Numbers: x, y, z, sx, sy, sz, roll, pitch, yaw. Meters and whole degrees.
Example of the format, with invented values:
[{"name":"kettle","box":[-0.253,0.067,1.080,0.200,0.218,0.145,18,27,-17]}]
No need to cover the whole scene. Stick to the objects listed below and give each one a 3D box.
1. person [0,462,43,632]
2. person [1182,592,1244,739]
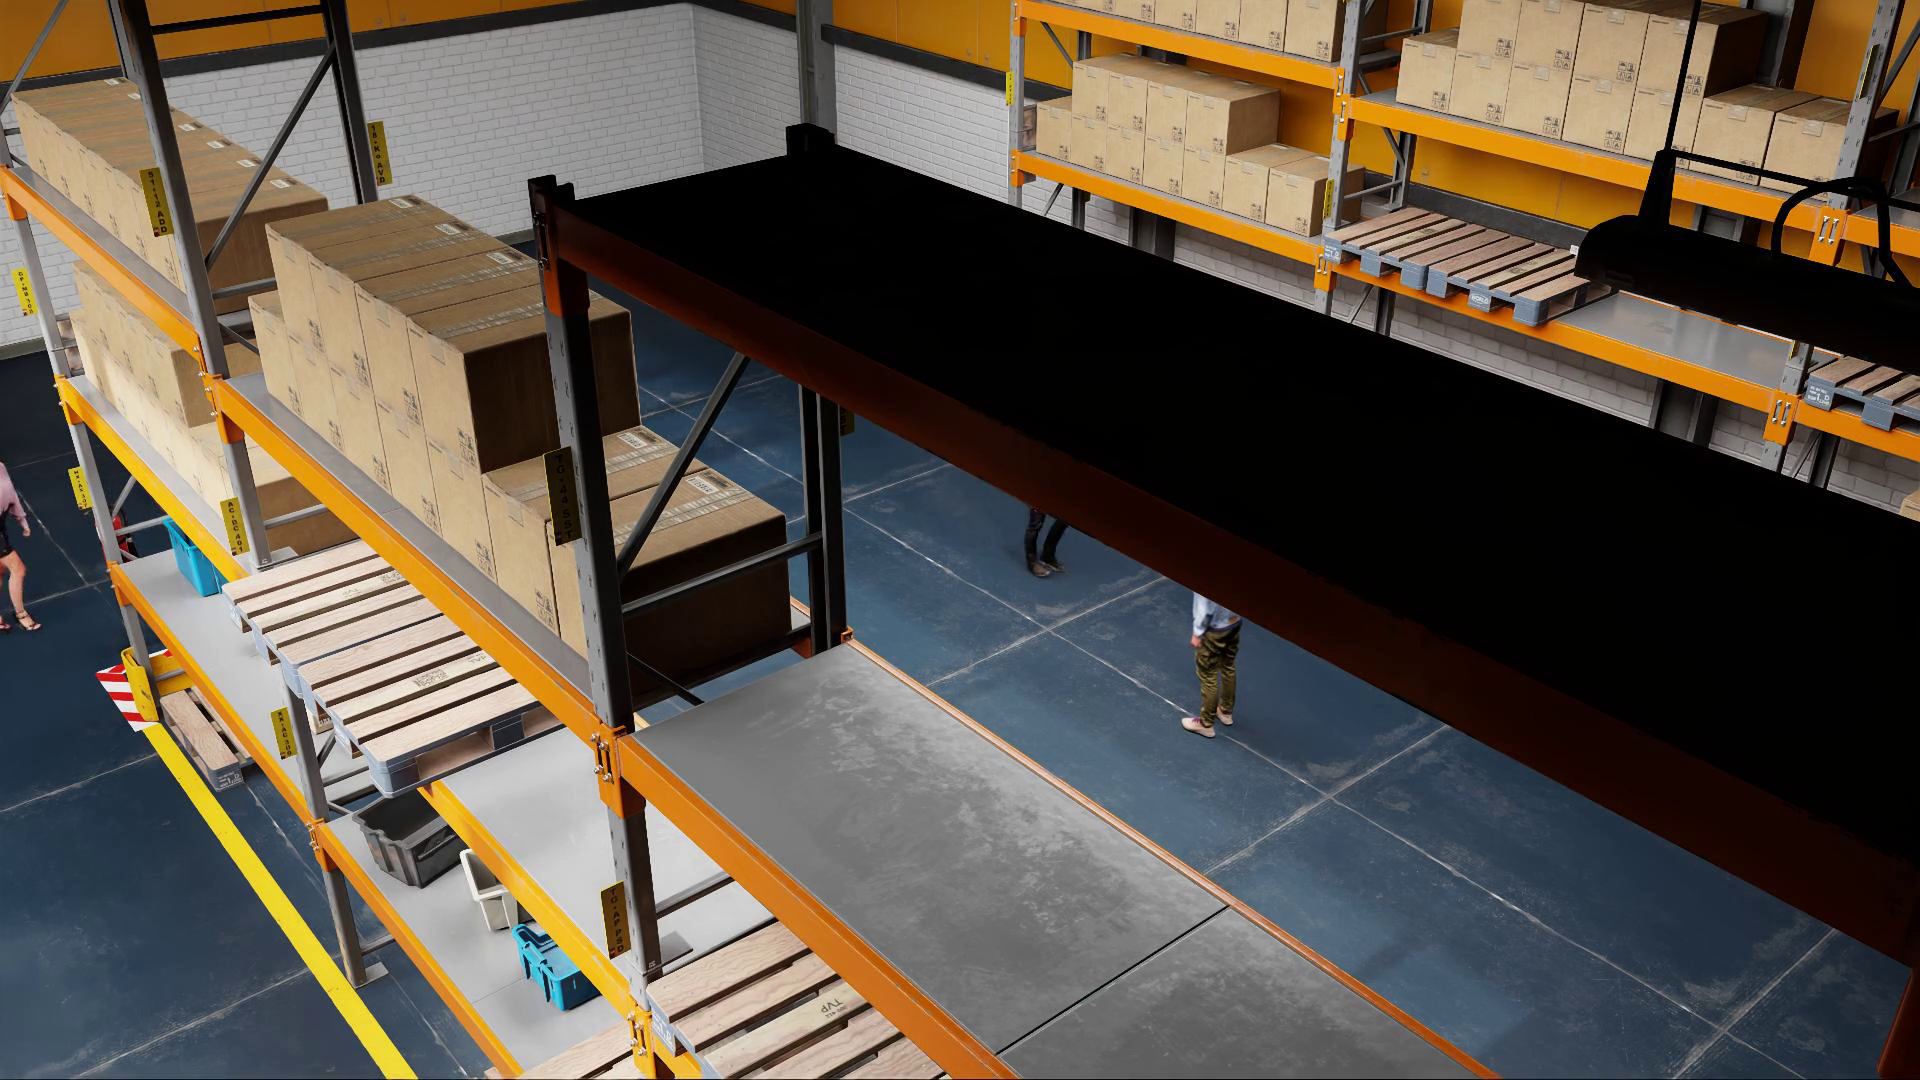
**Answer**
[{"name":"person","box":[-7.987,-0.023,13.624,0.882,1.772,0.824,2,29,3]},{"name":"person","box":[1.932,0.635,12.379,0.677,1.810,0.560,-24,36,-36]}]
